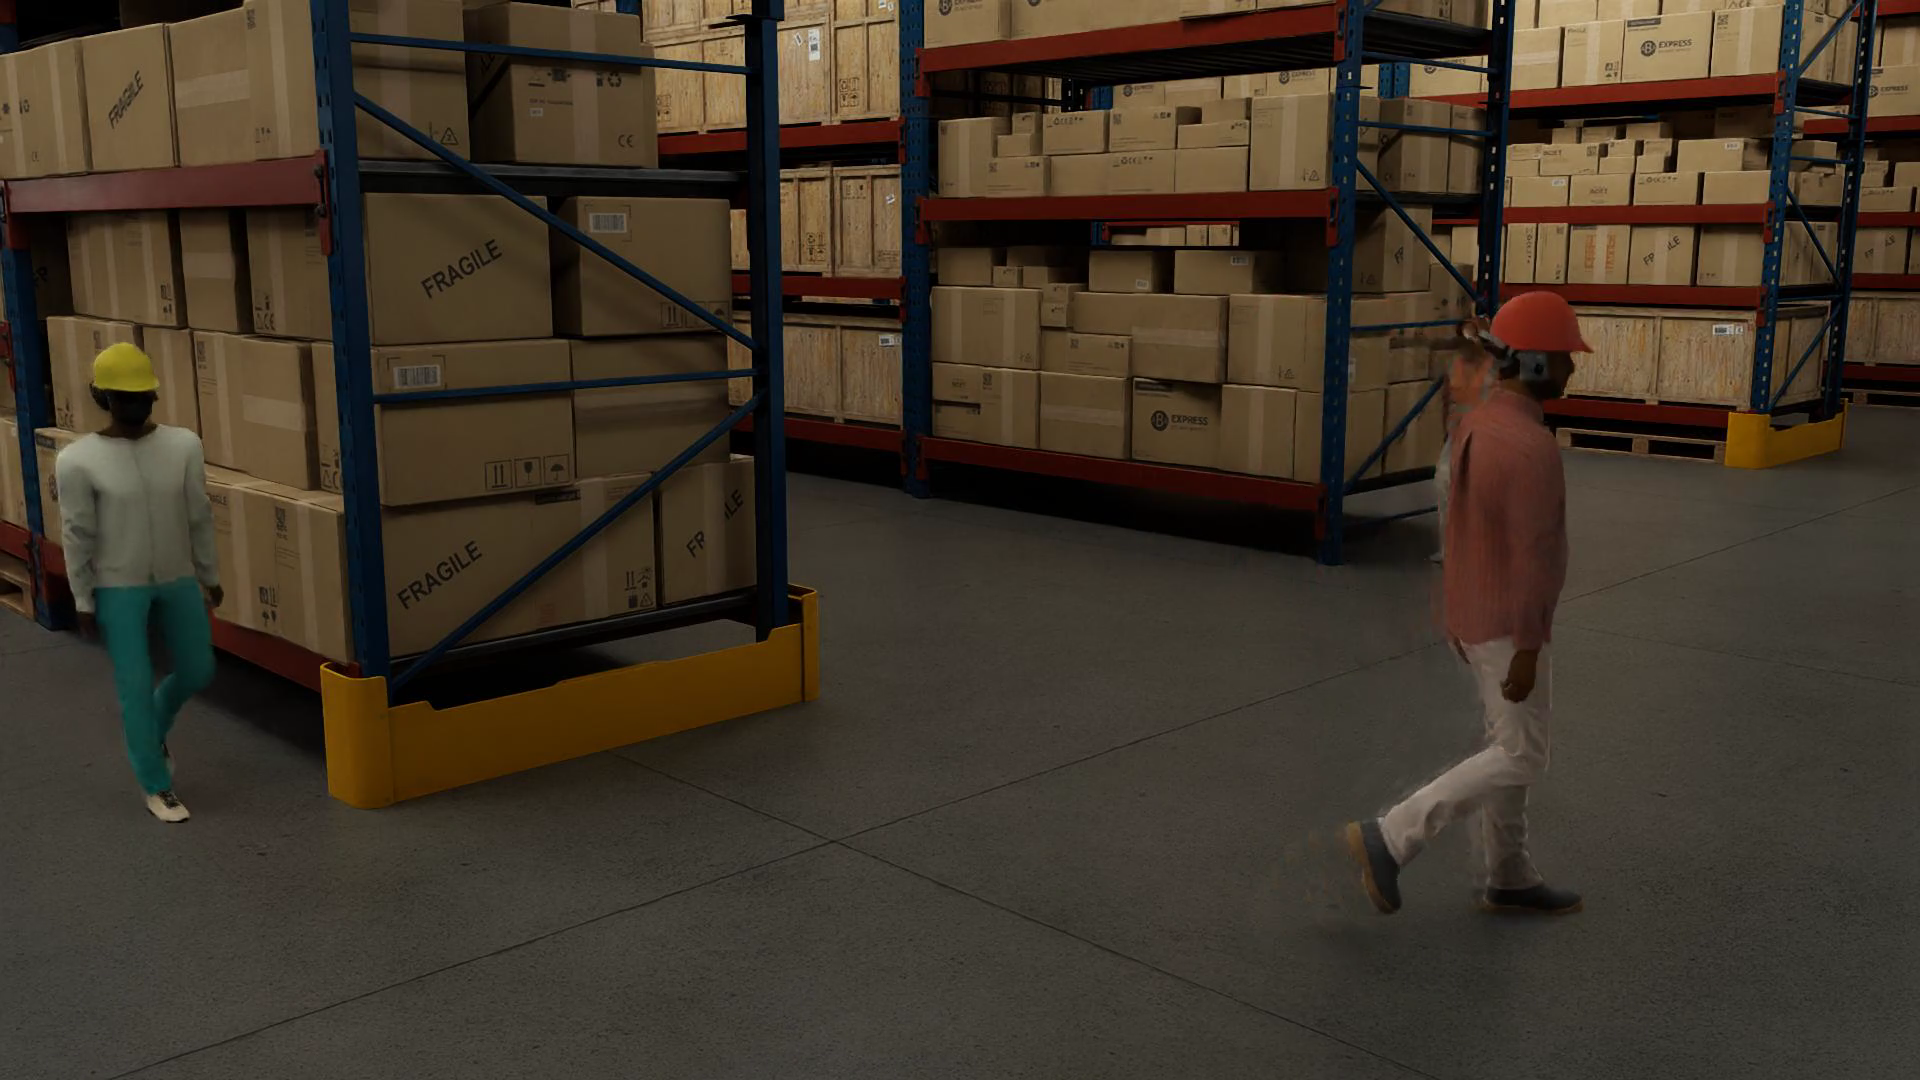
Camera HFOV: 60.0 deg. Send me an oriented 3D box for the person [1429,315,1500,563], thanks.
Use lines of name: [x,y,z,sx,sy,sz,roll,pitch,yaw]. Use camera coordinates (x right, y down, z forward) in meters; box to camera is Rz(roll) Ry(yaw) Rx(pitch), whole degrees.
person: [3.291,-0.629,10.733,0.490,1.622,0.518,-10,15,-44]

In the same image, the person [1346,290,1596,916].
person: [1.585,0.235,5.057,0.720,1.976,0.626,0,10,-2]

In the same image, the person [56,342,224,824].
person: [-3.008,0.147,6.104,0.487,1.752,0.543,9,14,40]
